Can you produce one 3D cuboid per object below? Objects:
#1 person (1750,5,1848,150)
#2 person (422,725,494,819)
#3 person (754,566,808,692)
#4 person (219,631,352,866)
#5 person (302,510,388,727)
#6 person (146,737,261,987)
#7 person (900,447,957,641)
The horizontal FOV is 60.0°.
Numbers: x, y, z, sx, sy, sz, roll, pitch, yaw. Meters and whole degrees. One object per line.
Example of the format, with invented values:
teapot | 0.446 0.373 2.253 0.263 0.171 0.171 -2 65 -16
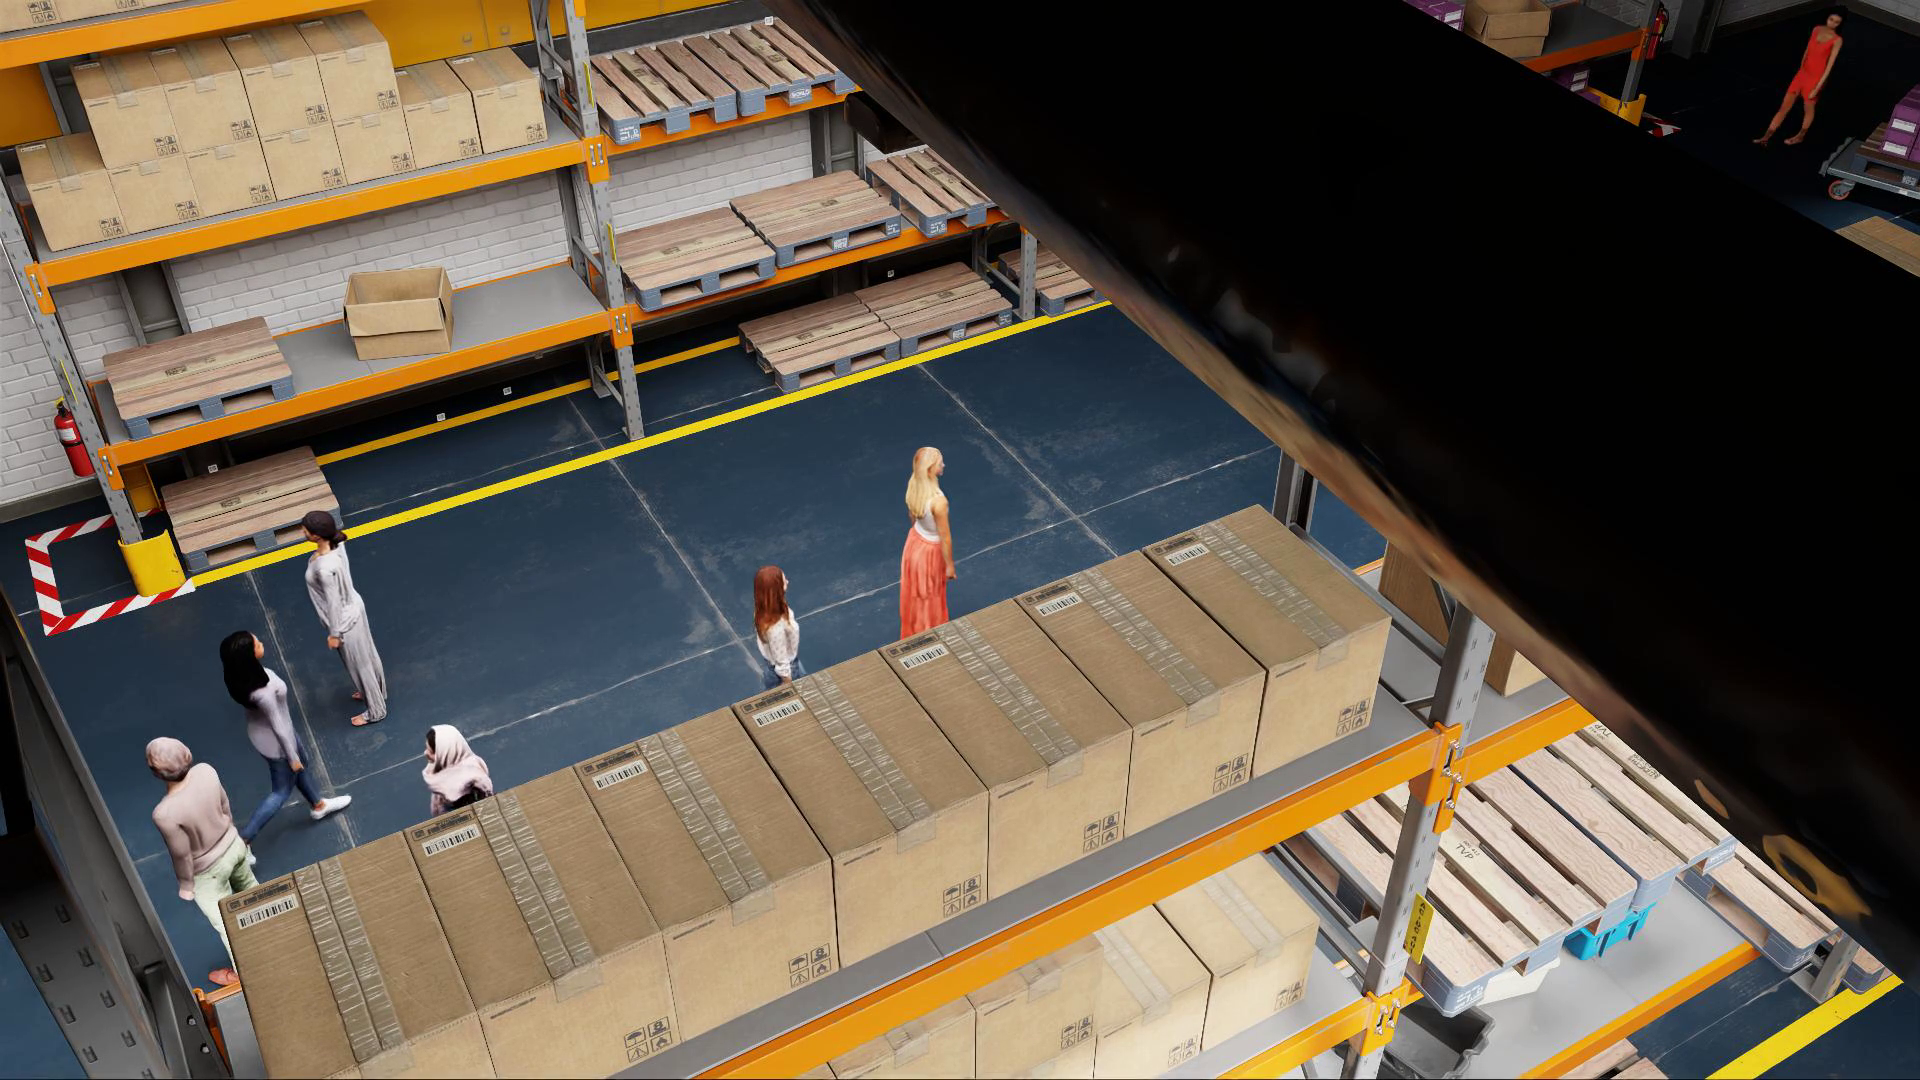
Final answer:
person | 9.469 -5.087 18.371 1.050 1.673 0.642 -16 41 -19
person | -2.858 1.680 9.941 0.870 1.620 0.679 -16 41 -19
person | -1.256 0.888 10.872 1.184 1.695 0.844 -6 39 -8
person | -4.361 1.303 10.342 1.142 1.707 0.782 -30 48 -32
person | -4.167 0.510 11.282 0.647 1.774 0.656 -6 39 -8
person | -4.290 1.832 9.546 0.819 1.875 0.770 7 39 9
person | -0.240 0.110 11.761 0.574 1.803 0.619 -19 42 -22
